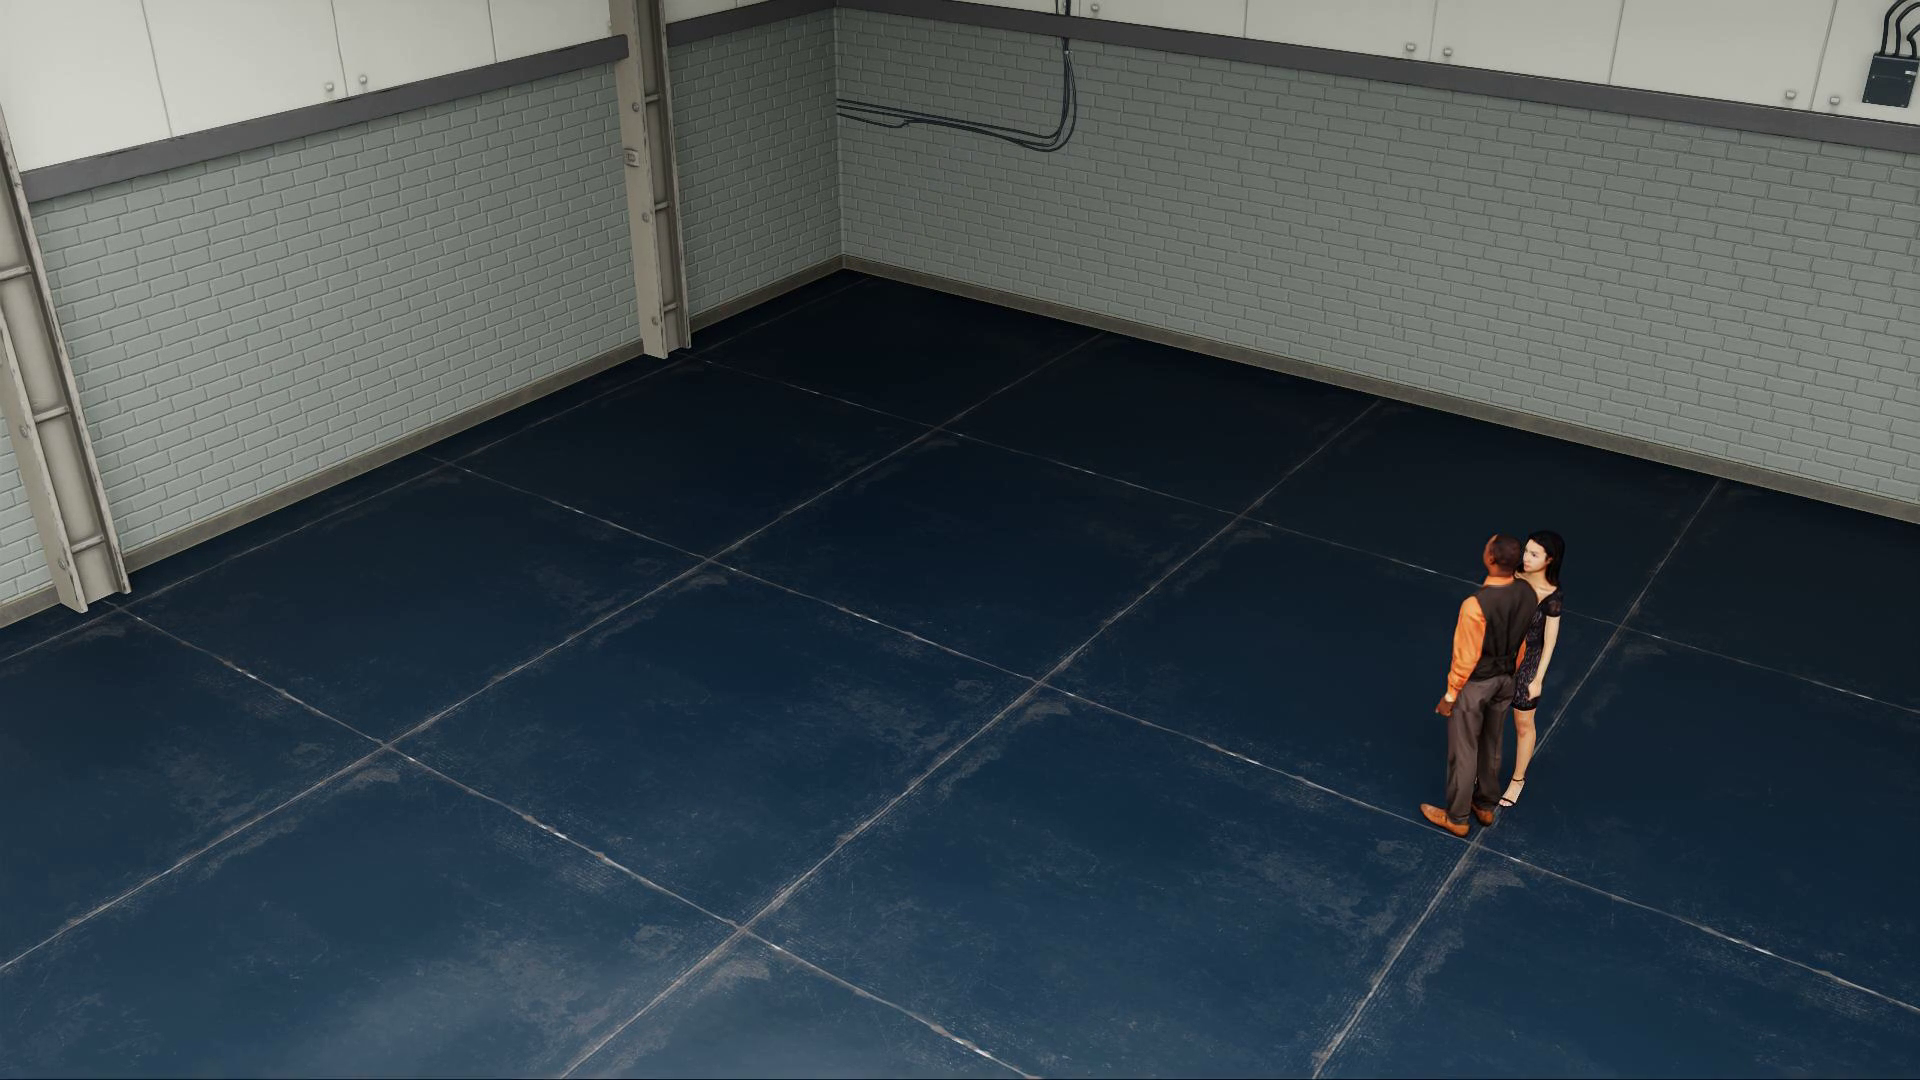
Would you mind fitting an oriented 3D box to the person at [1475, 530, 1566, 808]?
[{"bbox_3d":[3.258,0.740,9.704,0.602,1.792,0.645,-18,33,-30],"label":"person"}]

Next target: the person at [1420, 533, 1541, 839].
[{"bbox_3d":[2.972,0.823,9.425,0.717,1.907,0.844,-14,31,-24],"label":"person"}]
